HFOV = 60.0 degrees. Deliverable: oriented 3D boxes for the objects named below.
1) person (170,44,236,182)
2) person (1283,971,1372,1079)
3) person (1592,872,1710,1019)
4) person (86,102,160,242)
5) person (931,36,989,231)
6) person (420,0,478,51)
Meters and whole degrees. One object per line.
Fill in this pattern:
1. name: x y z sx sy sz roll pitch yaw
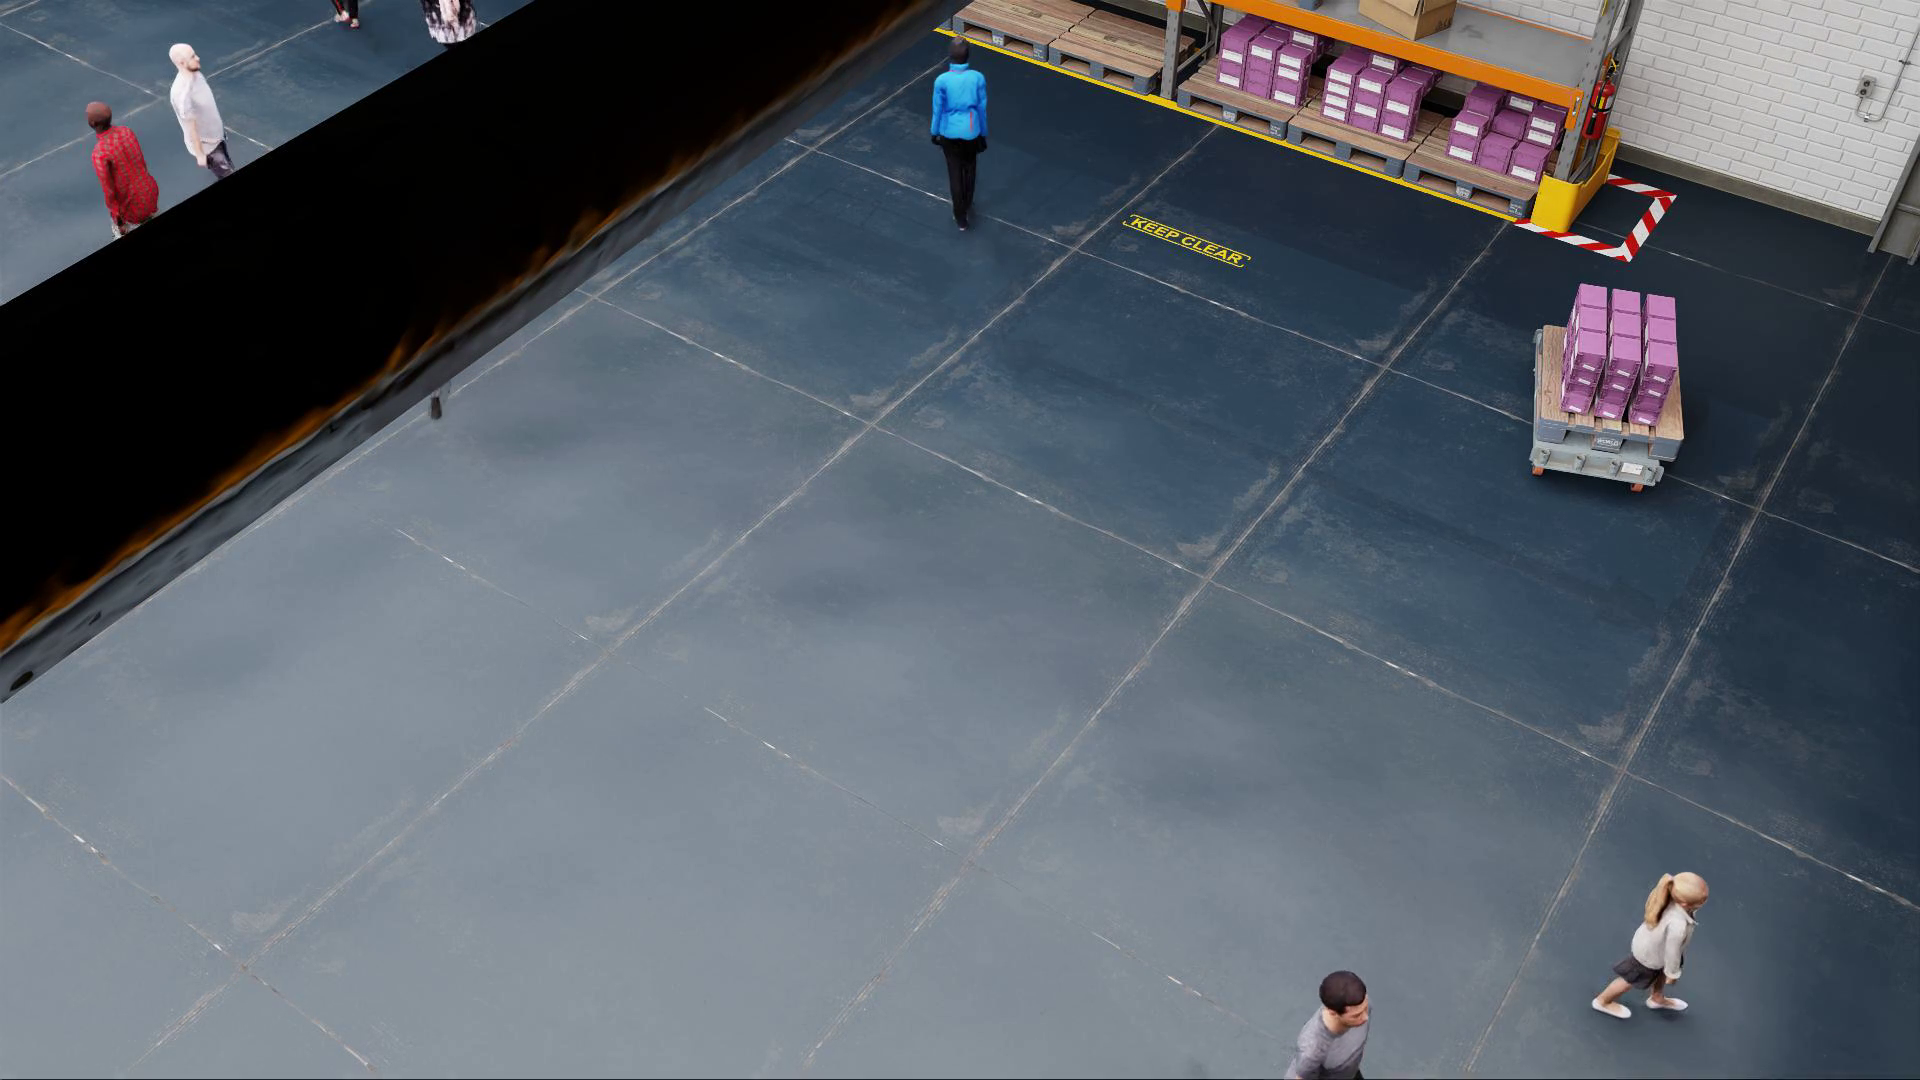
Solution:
1. person: -6.587 -3.421 14.396 0.886 1.819 0.836 -3 44 -3
2. person: 1.681 2.575 8.076 0.774 1.856 0.794 -30 51 -28
3. person: 3.675 2.173 8.932 0.792 1.257 0.645 12 45 13
4. person: -6.756 -2.770 13.721 0.817 1.809 0.766 14 45 14
5. person: 0.018 -3.489 14.498 0.838 1.778 0.899 -8 44 -8
6. person: -4.992 -5.145 16.361 0.850 1.605 0.910 -3 44 -3
